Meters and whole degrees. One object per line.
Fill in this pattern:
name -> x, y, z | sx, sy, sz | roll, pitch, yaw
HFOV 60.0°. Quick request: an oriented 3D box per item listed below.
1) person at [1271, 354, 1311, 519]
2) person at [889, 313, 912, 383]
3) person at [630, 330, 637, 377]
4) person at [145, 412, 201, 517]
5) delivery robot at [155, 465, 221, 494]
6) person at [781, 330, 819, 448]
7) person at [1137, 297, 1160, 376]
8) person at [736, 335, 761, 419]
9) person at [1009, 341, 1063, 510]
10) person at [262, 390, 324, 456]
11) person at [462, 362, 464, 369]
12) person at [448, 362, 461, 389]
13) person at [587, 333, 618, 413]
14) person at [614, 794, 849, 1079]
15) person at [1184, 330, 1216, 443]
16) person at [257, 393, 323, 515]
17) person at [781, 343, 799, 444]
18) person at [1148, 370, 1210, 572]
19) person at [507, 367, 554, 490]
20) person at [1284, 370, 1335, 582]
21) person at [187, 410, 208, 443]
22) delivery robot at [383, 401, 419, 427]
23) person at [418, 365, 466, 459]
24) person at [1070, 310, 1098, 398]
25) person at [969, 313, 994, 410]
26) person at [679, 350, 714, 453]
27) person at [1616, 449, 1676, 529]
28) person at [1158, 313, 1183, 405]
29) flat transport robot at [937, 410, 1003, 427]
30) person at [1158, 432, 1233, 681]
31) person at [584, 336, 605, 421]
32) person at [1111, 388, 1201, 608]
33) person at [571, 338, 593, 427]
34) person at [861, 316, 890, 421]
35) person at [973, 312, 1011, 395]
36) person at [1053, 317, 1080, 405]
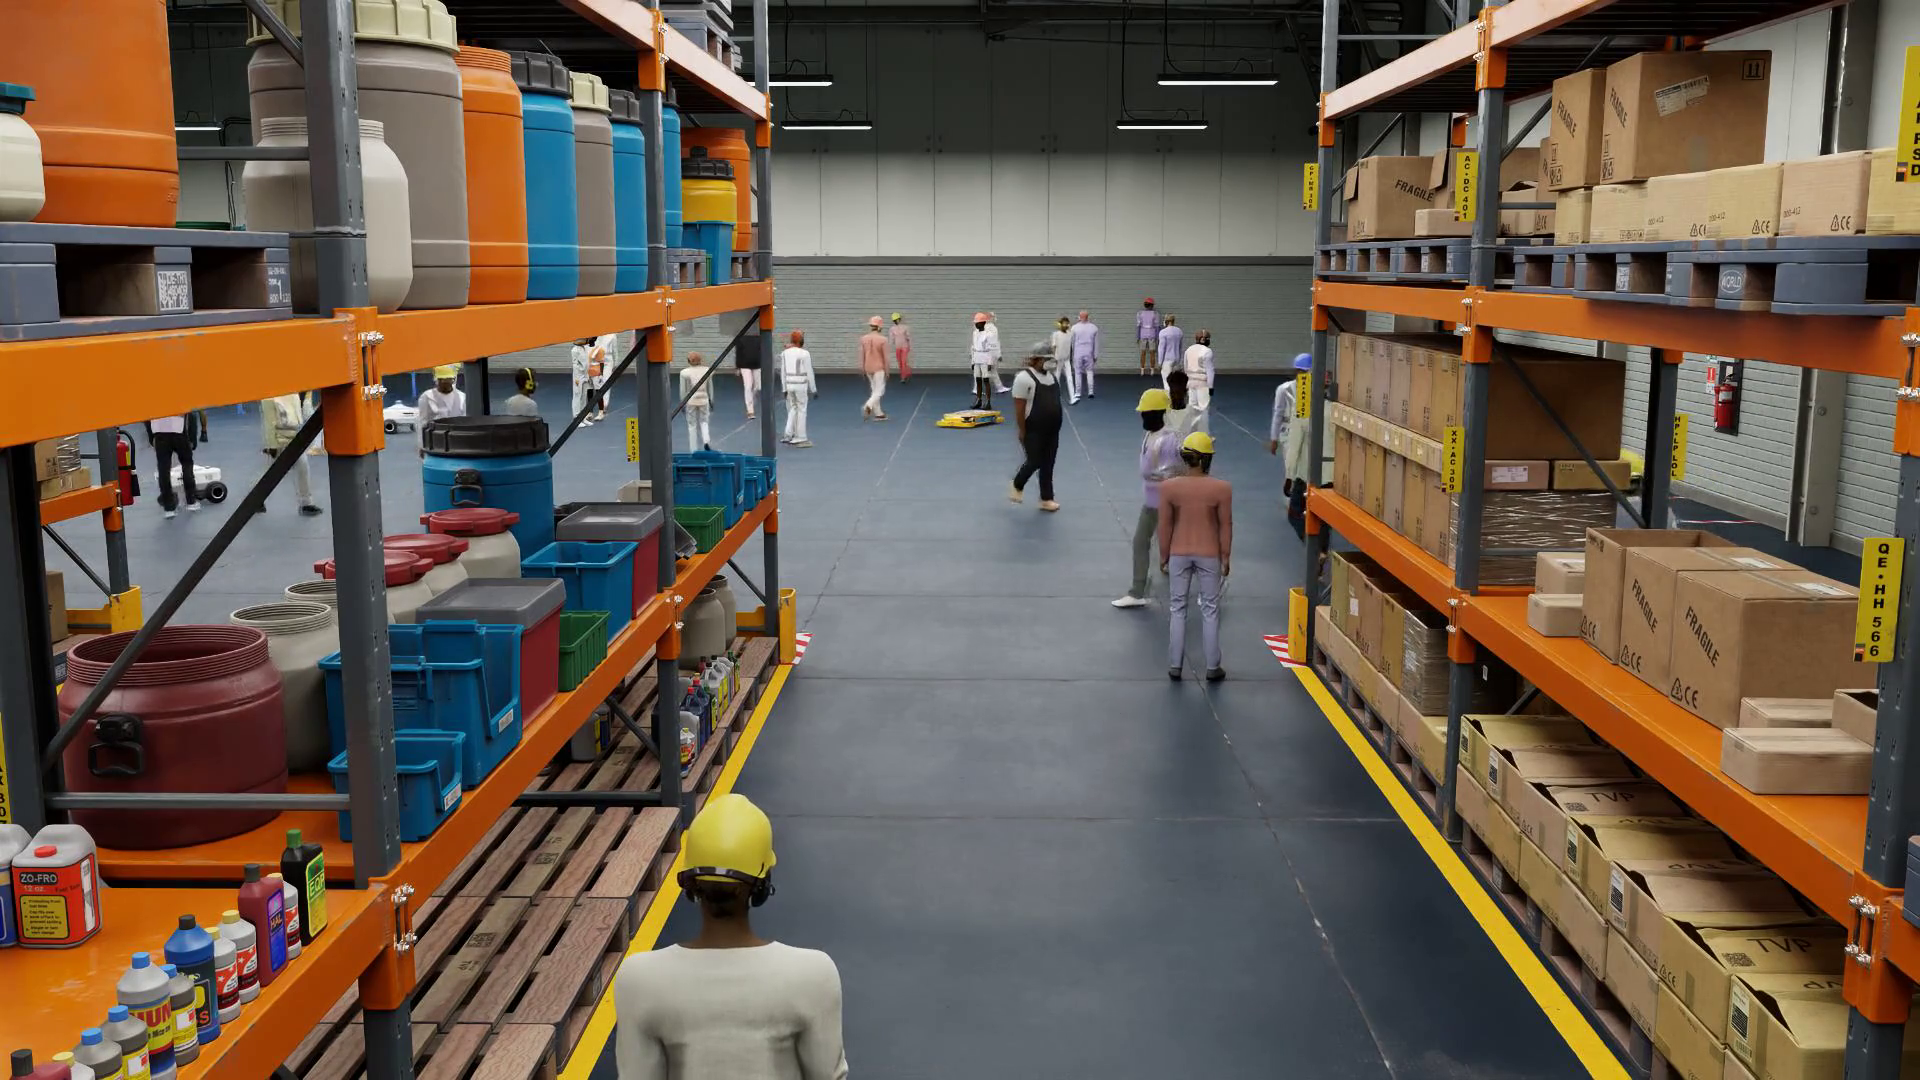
person -> 3.913, -1.136, 18.816 | 0.641, 1.912, 0.851 | -4, 10, -21
person -> -1.466, -4.701, 40.752 | 0.528, 1.714, 0.690 | 3, 10, 18
person -> -6.884, -4.064, 36.422 | 0.677, 1.892, 0.476 | -4, 10, -24
person -> -9.259, -1.246, 19.569 | 0.607, 1.882, 0.809 | -2, 10, -14
delivery robot -> -9.504, -0.758, 20.475 | 0.477, 0.478, 0.707 | 8, 12, 38
person -> -2.582, -2.424, 26.647 | 0.598, 1.878, 0.400 | 8, 12, 39
person -> 4.933, -5.330, 43.571 | 0.611, 2.040, 0.393 | 3, 10, 17
person -> -3.986, -3.310, 31.680 | 0.615, 1.970, 0.595 | -4, 10, -20
person -> 0.958, -1.352, 19.869 | 0.699, 2.000, 0.605 | -8, 13, -41
person -> -10.145, -2.154, 25.288 | 0.649, 1.787, 0.964 | 7, 12, 38
person -> -12.734, -5.119, 42.951 | 0.567, 1.828, 0.645 | -3, 10, -20
person -> -9.458, -3.093, 30.786 | 0.429, 1.839, 0.638 | -6, 11, -31
person -> -7.083, -3.505, 32.975 | 0.618, 1.925, 0.811 | 0, 9, -1
person -> -0.512, 1.446, 3.809 | 0.522, 1.769, 0.312 | 0, 9, -2
person -> 3.976, -2.538, 27.455 | 0.430, 1.840, 0.622 | -6, 11, -33
person -> -7.958, -1.186, 19.482 | 0.845, 1.793, 0.597 | 3, 10, 17
person -> -2.745, -2.400, 27.219 | 0.309, 1.641, 0.513 | -5, 11, -27
person -> 2.122, -0.697, 16.194 | 0.617, 1.923, 0.988 | 1, 10, 7
person -> -4.556, -0.889, 17.562 | 0.525, 1.851, 0.465 | 7, 12, 37
person -> 3.302, -0.588, 15.371 | 0.659, 1.967, 0.533 | -3, 10, -17
person -> -12.694, -2.576, 27.394 | 0.369, 1.931, 0.552 | 9, 13, 42
delivery robot -> -9.796, -2.188, 29.040 | 0.707, 0.478, 0.477 | -6, 11, -32
person -> -5.814, -1.115, 19.043 | 0.621, 1.792, 0.873 | -9, 13, -43
person -> 2.698, -4.078, 36.484 | 0.646, 1.909, 0.408 | -2, 10, -12
person -> 0.421, -3.597, 33.500 | 0.375, 1.935, 0.550 | -9, 13, -43
person -> -3.995, -2.063, 25.231 | 0.539, 1.622, 0.394 | -4, 10, -21
person -> 4.035, 0.352, 10.191 | 0.618, 1.818, 0.420 | -1, 9, -3
person -> 4.248, -3.607, 33.604 | 0.627, 1.930, 0.381 | -8, 12, -40
flat transport robot -> 0.196, -2.231, 30.423 | 0.652, 0.197, 1.431 | 5, 11, 27
person -> 1.664, 0.115, 11.784 | 0.526, 1.765, 0.329 | 3, 10, 17
person -> -6.885, -3.092, 31.190 | 0.531, 1.698, 0.320 | 6, 11, 30
person -> 1.784, -0.356, 14.230 | 0.881, 1.899, 0.599 | -2, 10, -13
person -> -6.836, -2.930, 30.083 | 0.305, 1.745, 0.483 | 2, 10, 14
person -> -1.596, -3.180, 30.928 | 0.621, 1.972, 0.769 | 7, 12, 35
person -> 0.687, -4.179, 37.251 | 1.017, 1.852, 0.670 | -4, 10, -23
person -> 2.158, -3.705, 34.514 | 0.568, 1.813, 1.001 | -4, 10, -24
